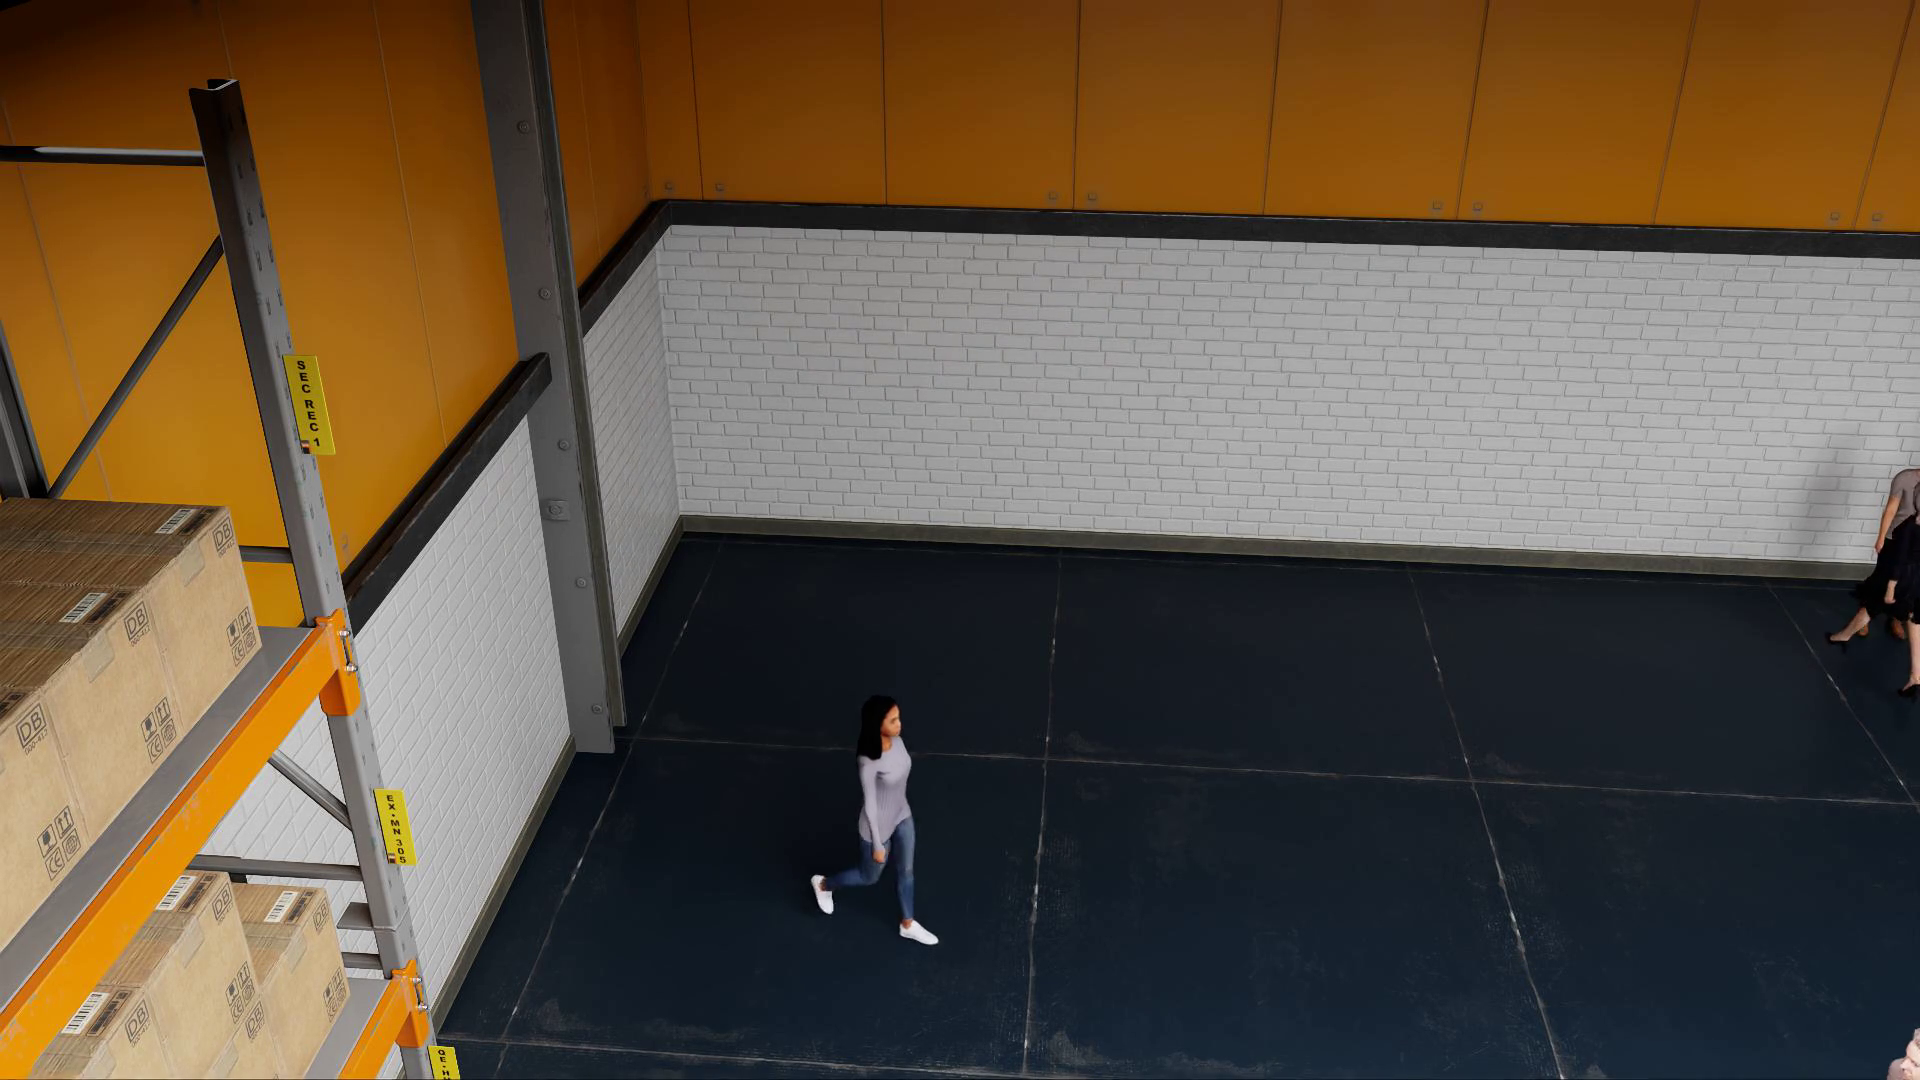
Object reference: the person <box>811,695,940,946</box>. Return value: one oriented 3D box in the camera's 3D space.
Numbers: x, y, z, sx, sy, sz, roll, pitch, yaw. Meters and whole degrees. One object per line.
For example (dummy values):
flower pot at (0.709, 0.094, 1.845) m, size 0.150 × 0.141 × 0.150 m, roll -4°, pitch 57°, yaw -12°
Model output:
person at (-0.544, 1.676, 9.939) m, size 0.959 × 1.713 × 1.092 m, roll 14°, pitch 32°, yaw 24°

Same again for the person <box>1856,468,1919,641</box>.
person at (7.454, -0.032, 13.060) m, size 0.630 × 1.723 × 0.553 m, roll 6°, pitch 29°, yaw 10°

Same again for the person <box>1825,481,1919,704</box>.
person at (7.058, 0.392, 12.315) m, size 0.913 × 1.692 × 1.270 m, roll -7°, pitch 29°, yaw -13°
